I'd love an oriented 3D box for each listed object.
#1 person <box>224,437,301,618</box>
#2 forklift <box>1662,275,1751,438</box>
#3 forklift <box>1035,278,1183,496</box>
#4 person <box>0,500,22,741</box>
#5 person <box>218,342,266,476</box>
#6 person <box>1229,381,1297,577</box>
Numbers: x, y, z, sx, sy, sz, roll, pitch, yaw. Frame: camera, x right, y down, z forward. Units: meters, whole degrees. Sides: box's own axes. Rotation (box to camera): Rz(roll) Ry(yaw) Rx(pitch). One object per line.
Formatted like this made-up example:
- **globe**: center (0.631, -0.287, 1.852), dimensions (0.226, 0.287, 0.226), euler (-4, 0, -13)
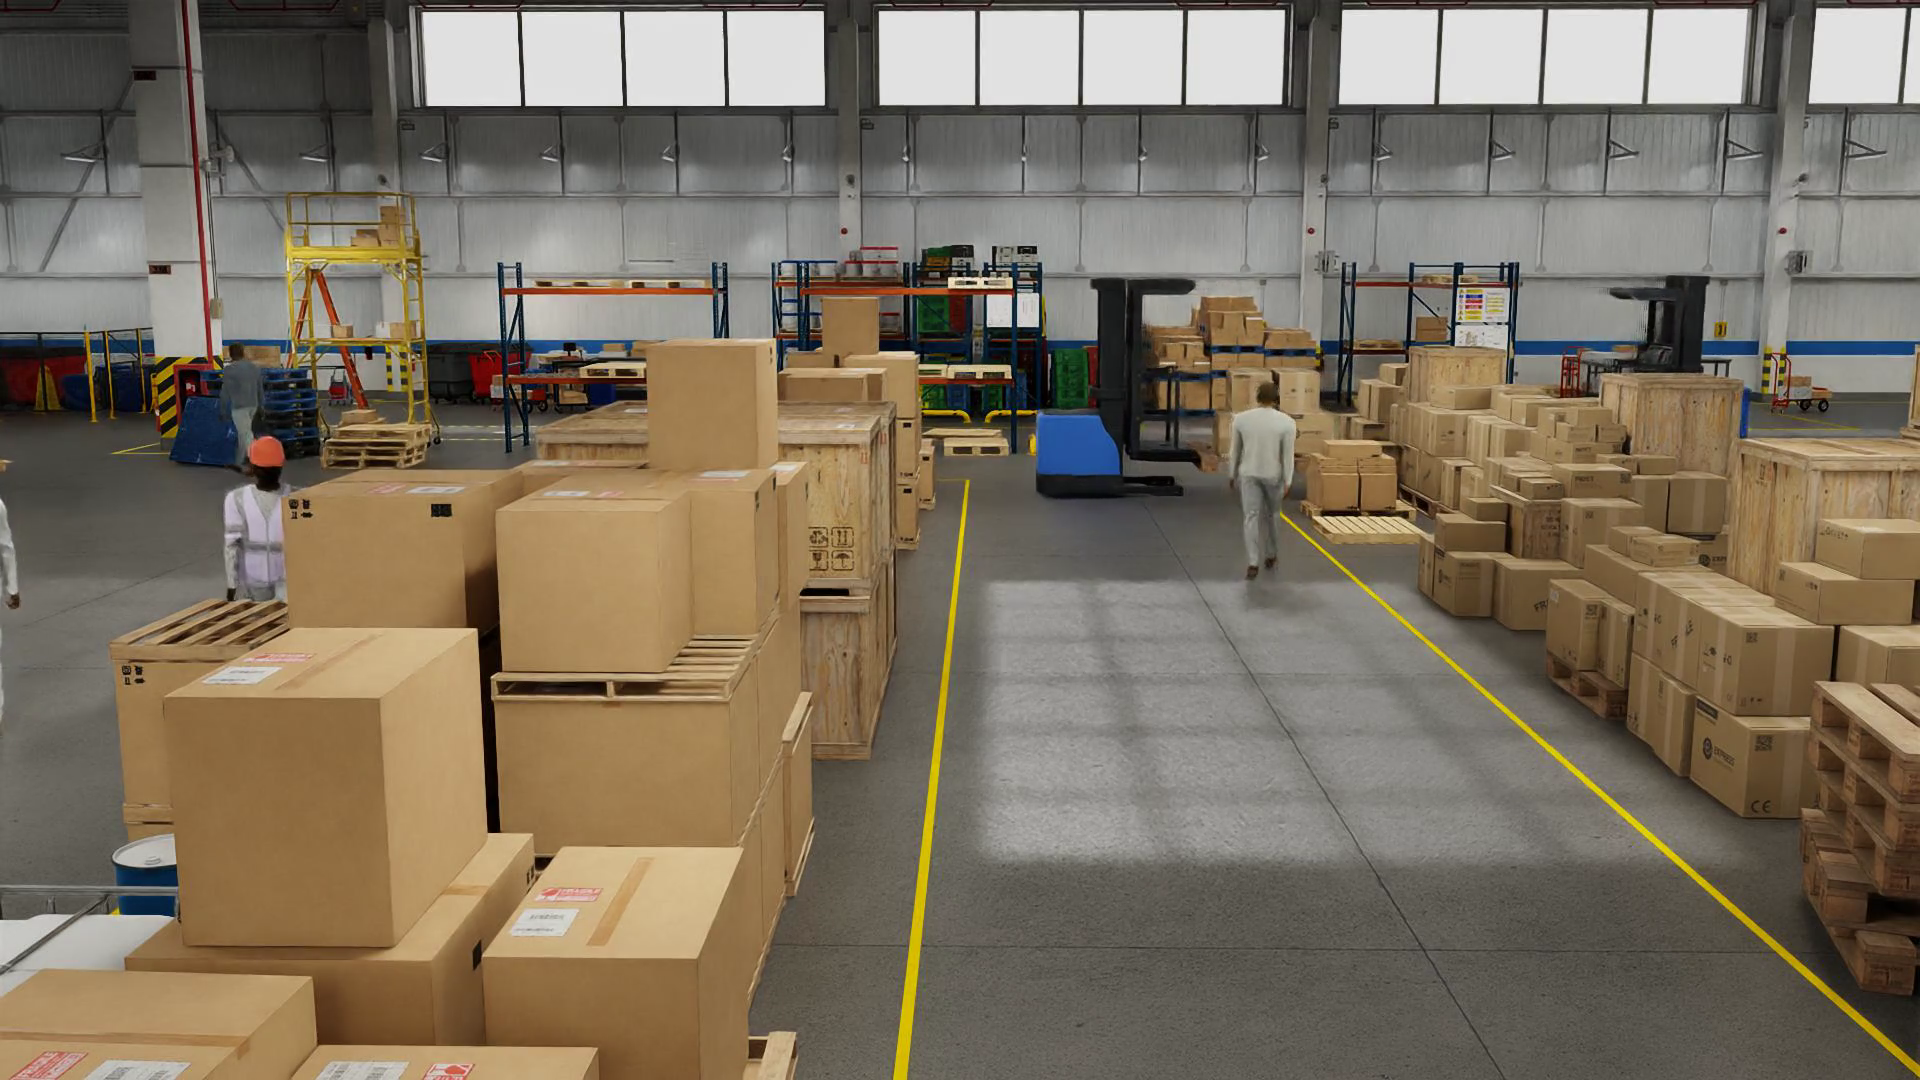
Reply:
- **person**: center (-4.609, 0.246, 11.142), dimensions (0.545, 1.887, 0.997), euler (-3, 10, -17)
- **forklift**: center (11.472, -2.802, 26.419), dimensions (1.873, 2.768, 1.129), euler (0, 9, 1)
- **forklift**: center (1.933, -2.010, 21.677), dimensions (1.873, 2.768, 1.129), euler (0, 9, 1)
- **person**: center (-6.305, 0.364, 10.557), dimensions (0.603, 1.831, 1.009), euler (-5, 11, -29)
- **person**: center (-10.304, -1.856, 23.649), dimensions (0.885, 1.906, 0.661), euler (4, 10, 20)
- **person**: center (2.949, -0.603, 16.239), dimensions (0.645, 1.893, 1.013), euler (2, 10, 13)
